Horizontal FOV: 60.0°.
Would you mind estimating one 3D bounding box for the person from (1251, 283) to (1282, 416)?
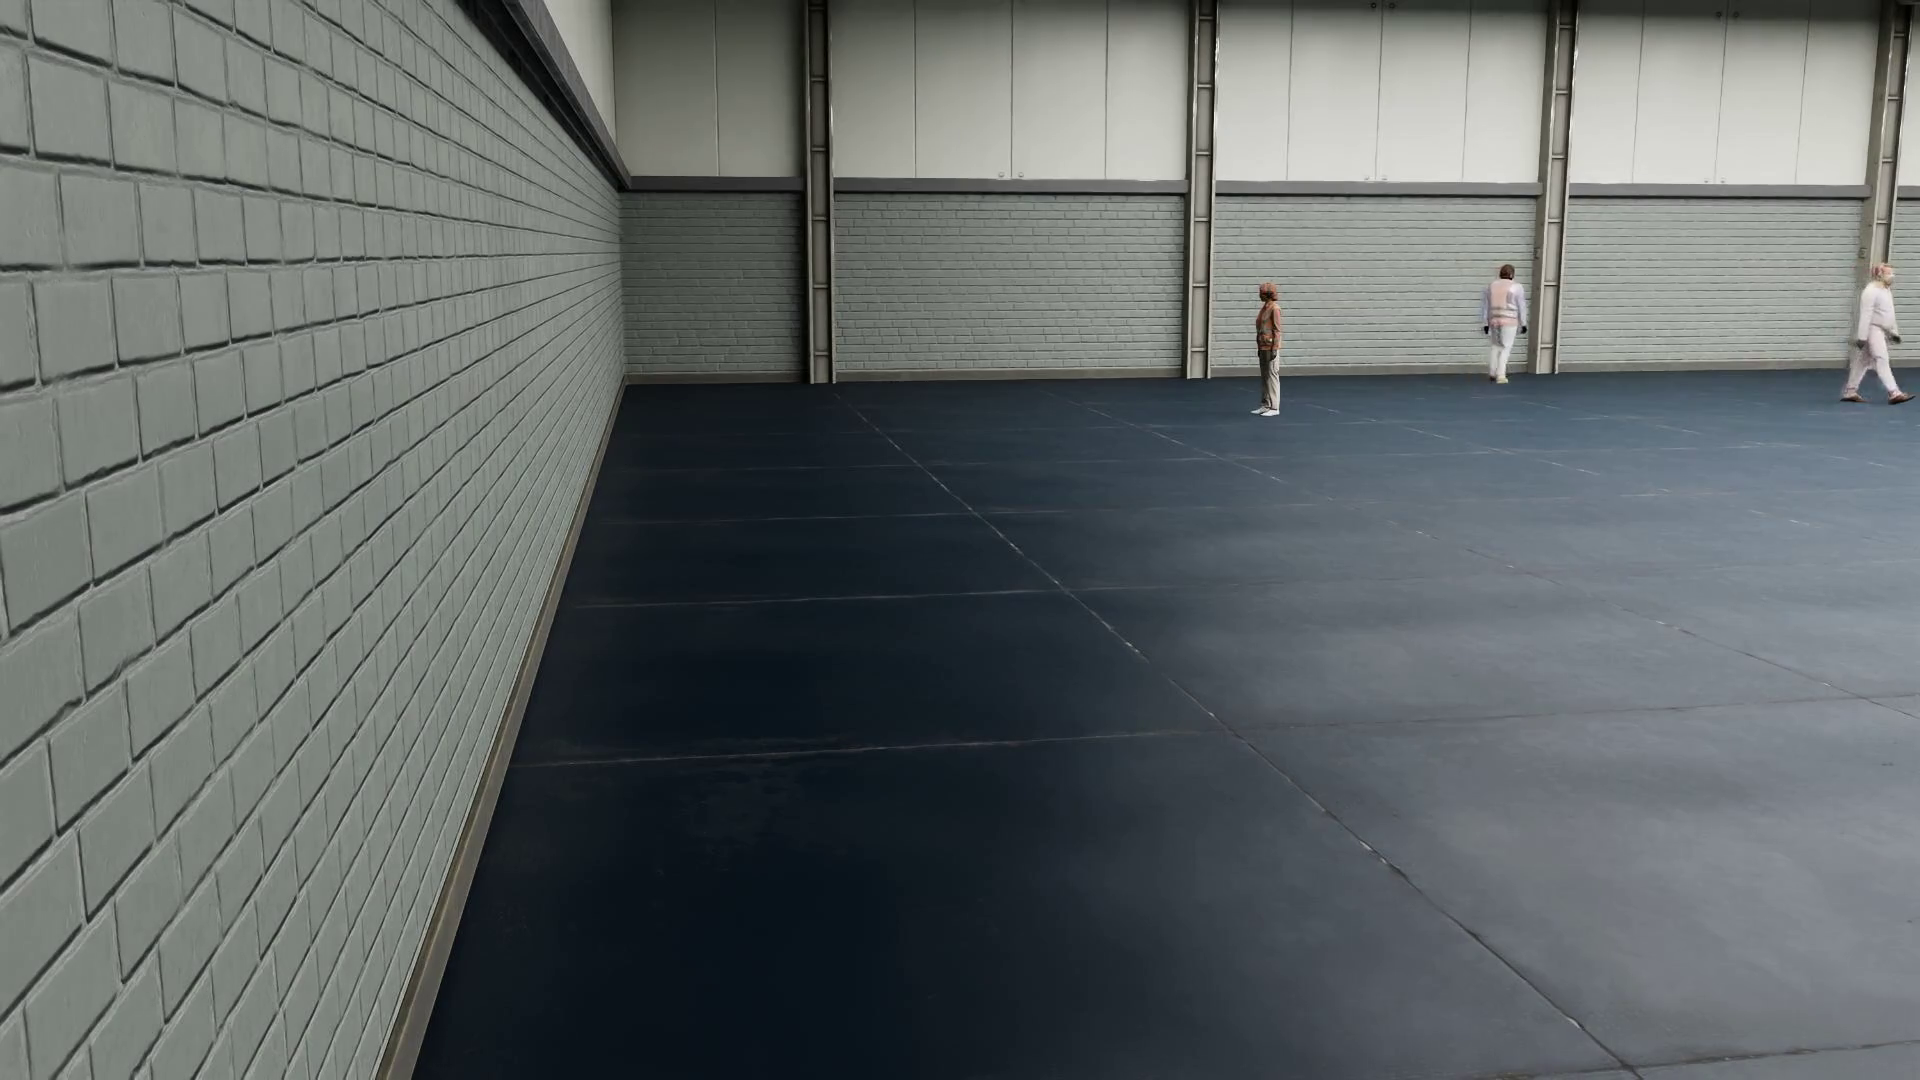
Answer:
[{"bbox_3d":[3.795,-2.340,20.475,0.310,1.636,0.523,-2,10,-11],"label":"person"}]

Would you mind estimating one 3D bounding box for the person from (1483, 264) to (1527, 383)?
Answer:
[{"bbox_3d":[8.389,-3.317,25.573,0.517,1.820,0.617,-9,13,-41],"label":"person"}]

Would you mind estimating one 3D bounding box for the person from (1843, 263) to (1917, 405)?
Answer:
[{"bbox_3d":[12.245,-2.720,22.038,0.959,1.864,0.648,9,13,41],"label":"person"}]
